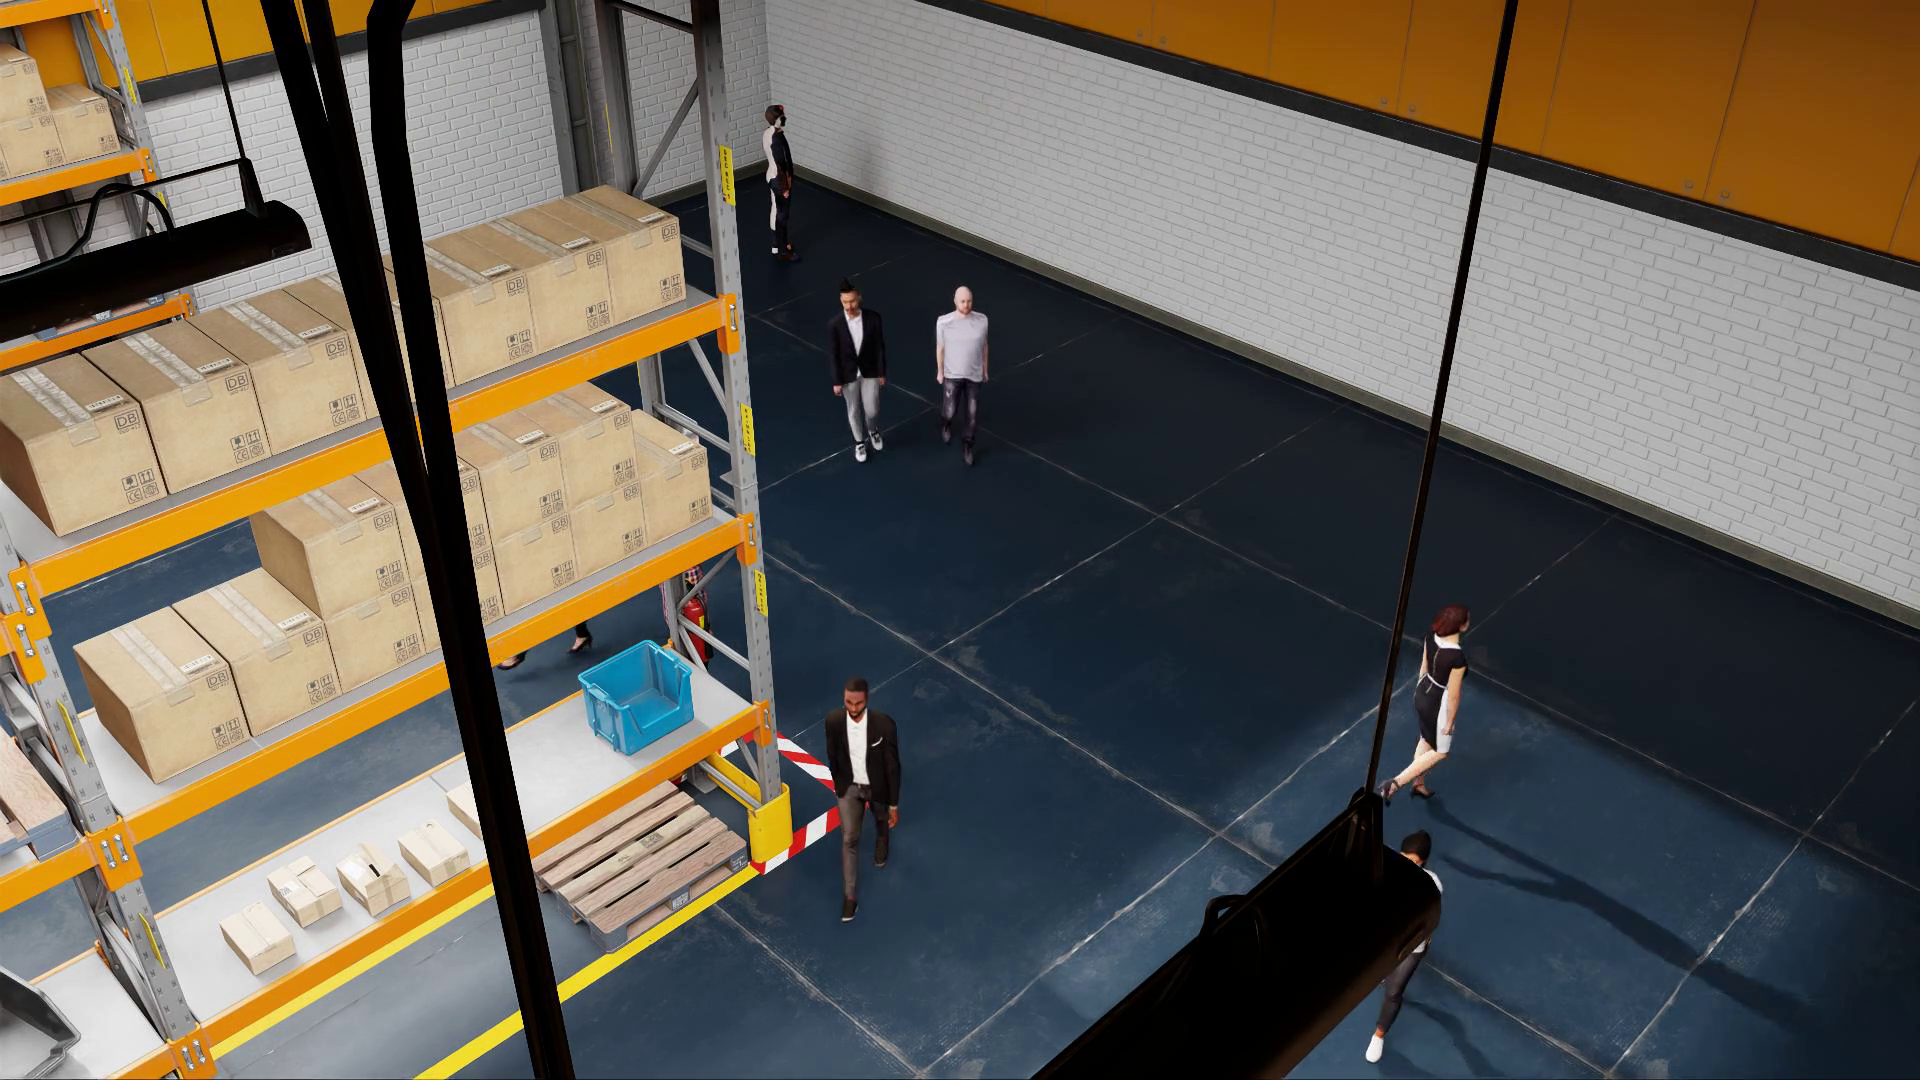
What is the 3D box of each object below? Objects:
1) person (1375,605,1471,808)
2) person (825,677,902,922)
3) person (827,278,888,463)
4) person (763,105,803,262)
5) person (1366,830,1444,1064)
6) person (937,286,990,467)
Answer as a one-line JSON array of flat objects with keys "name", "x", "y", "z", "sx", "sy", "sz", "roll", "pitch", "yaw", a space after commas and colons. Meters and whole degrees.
[{"name": "person", "x": 3.287, "y": 1.225, "z": 11.753, "sx": 0.927, "sy": 1.783, "sz": 0.770, "roll": -14, "pitch": 36, "yaw": -20}, {"name": "person", "x": -0.614, "y": 1.611, "z": 11.206, "sx": 1.133, "sy": 1.747, "sz": 1.270, "roll": 4, "pitch": 34, "yaw": 6}, {"name": "person", "x": -1.008, "y": -1.672, "z": 15.981, "sx": 0.848, "sy": 1.928, "sz": 0.922, "roll": -6, "pitch": 34, "yaw": -8}, {"name": "person", "x": -2.170, "y": -4.303, "z": 19.972, "sx": 0.758, "sy": 1.892, "sz": 0.775, "roll": -10, "pitch": 35, "yaw": -15}, {"name": "person", "x": 2.684, "y": 2.371, "z": 10.177, "sx": 0.814, "sy": 1.619, "sz": 1.113, "roll": 15, "pitch": 36, "yaw": 21}, {"name": "person", "x": 0.017, "y": -1.640, "z": 16.029, "sx": 0.933, "sy": 1.822, "sz": 0.963, "roll": -6, "pitch": 34, "yaw": -8}]
